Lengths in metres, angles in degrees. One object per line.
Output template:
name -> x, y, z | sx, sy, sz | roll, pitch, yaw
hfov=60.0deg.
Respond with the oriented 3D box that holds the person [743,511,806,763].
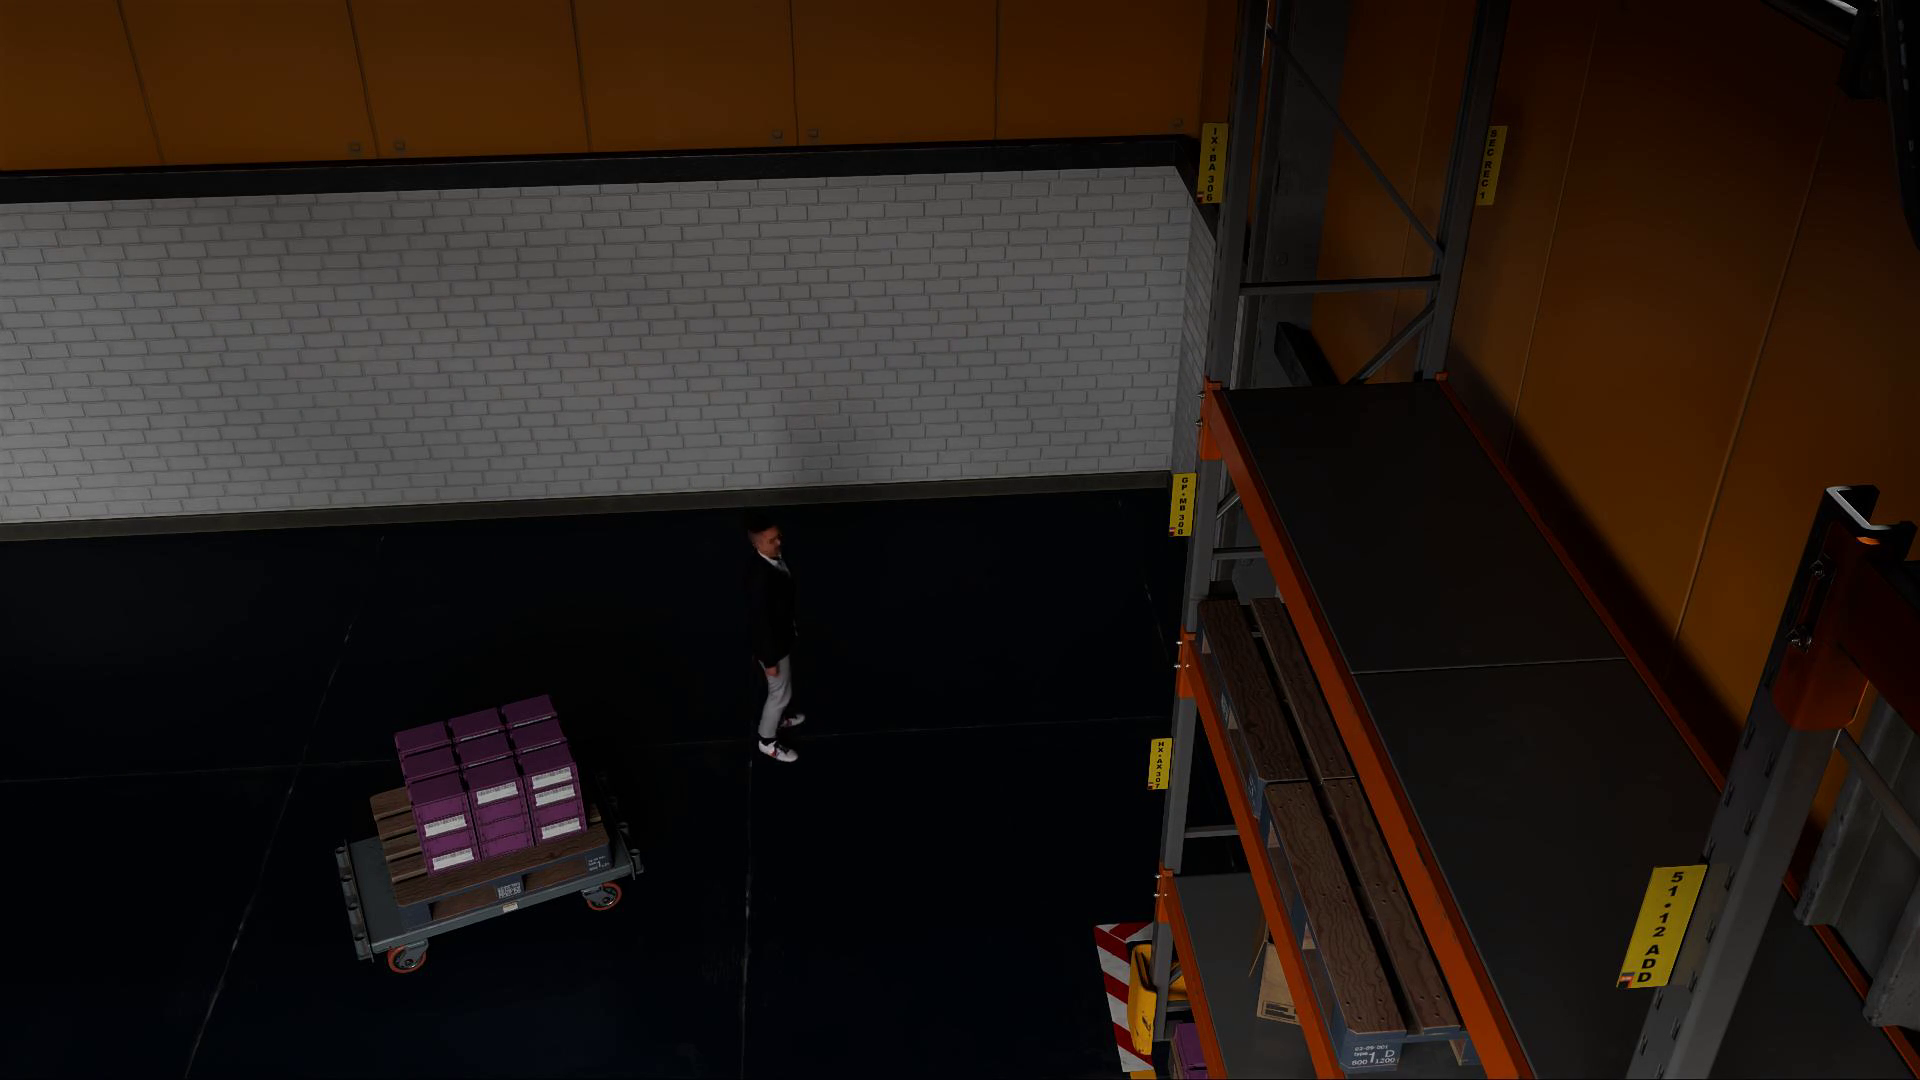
person -> -1.221, 0.571, 10.749 | 0.867, 1.935, 0.584 | 0, 34, 1
